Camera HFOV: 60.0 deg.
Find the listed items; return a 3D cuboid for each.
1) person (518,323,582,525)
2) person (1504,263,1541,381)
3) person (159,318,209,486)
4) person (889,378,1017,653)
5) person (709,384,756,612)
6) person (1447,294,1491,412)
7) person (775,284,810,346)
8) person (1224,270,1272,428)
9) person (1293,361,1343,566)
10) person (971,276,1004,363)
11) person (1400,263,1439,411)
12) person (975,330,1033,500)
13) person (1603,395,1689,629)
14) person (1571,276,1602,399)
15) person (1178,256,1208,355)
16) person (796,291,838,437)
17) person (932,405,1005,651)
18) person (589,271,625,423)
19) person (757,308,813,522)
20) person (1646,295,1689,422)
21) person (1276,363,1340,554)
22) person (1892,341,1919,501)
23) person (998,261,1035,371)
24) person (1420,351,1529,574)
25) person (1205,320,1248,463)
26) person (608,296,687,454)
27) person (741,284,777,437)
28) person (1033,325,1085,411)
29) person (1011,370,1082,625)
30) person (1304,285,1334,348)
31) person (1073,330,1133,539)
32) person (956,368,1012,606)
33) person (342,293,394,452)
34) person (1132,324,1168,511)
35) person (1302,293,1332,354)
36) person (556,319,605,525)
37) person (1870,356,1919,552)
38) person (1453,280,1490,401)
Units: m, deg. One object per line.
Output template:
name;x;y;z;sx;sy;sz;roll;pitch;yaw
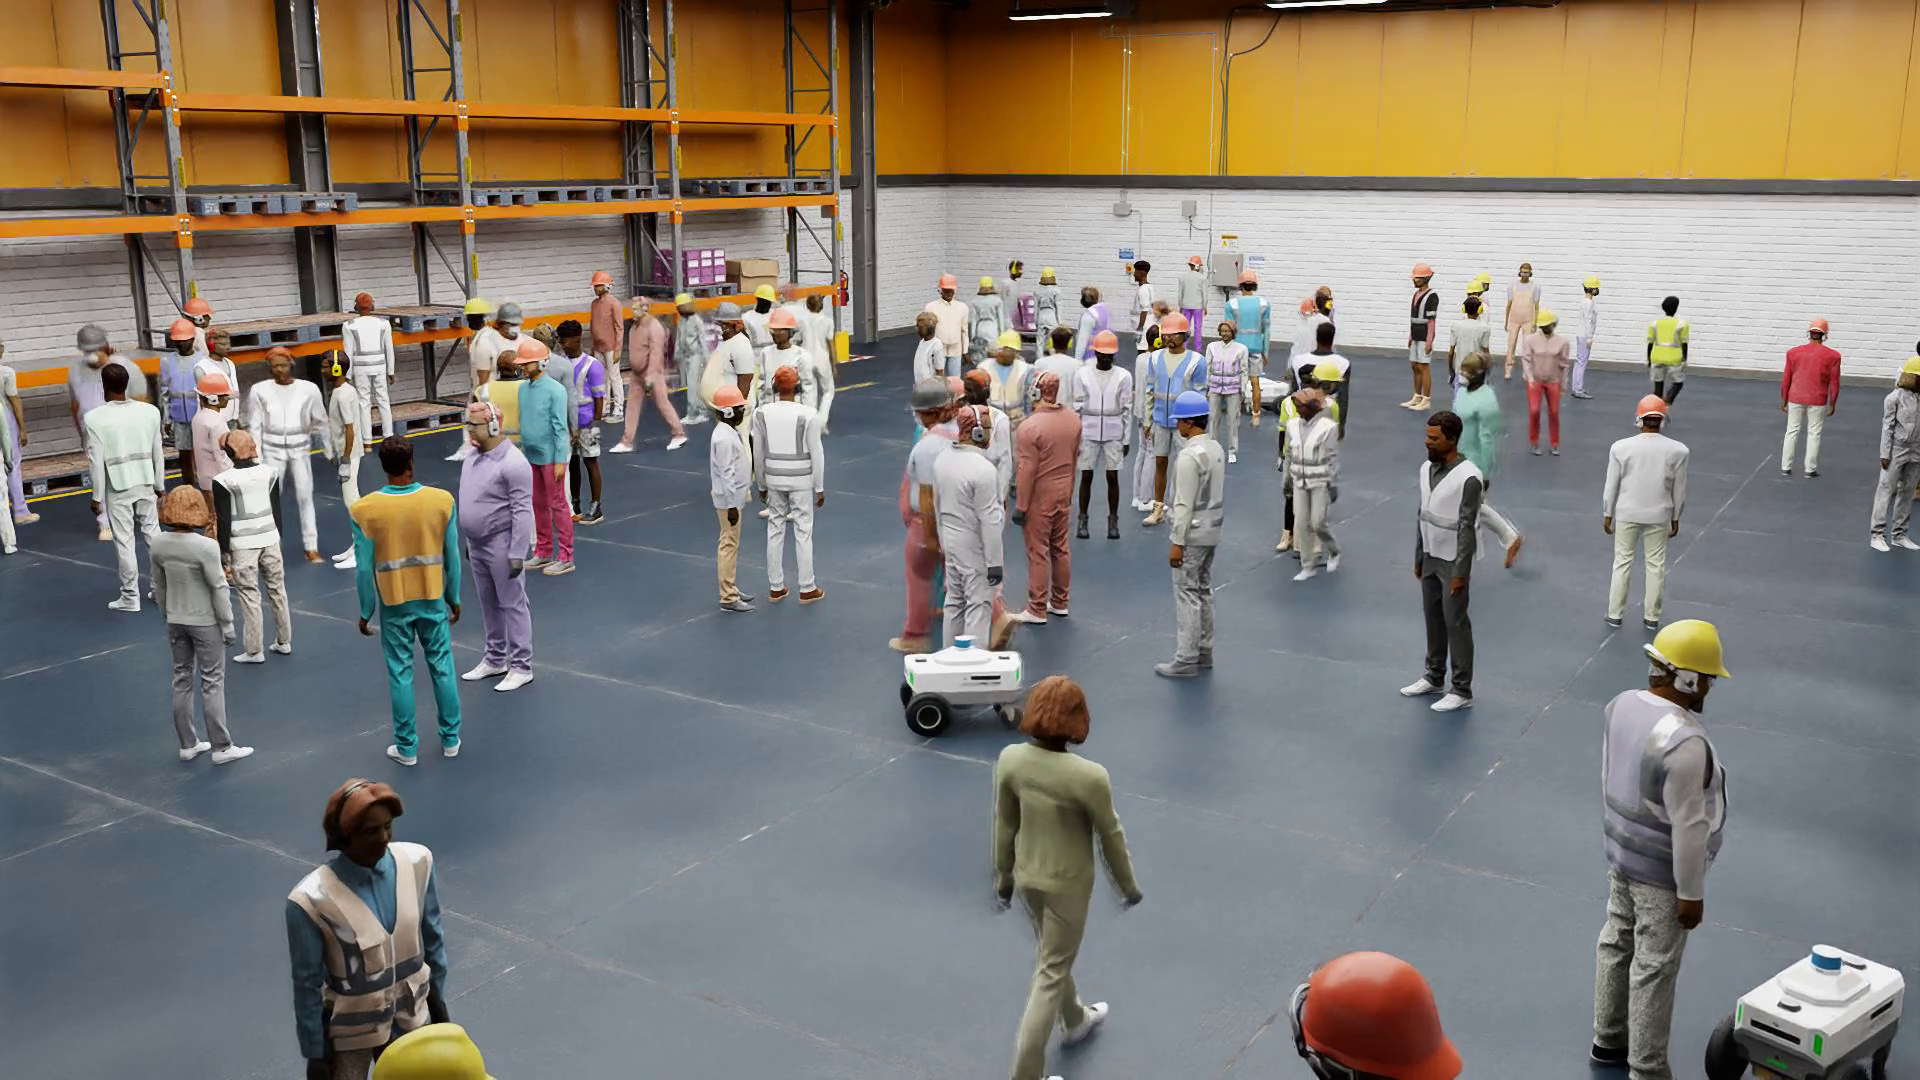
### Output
person;-3.881;-1.082;15.723;0.631;1.940;0.372;3;13;15
person;8.811;-3.424;26.101;0.505;1.839;0.328;6;14;23
person;-7.524;-1.204;16.279;0.546;1.928;0.375;-1;13;-3
person;-0.066;-0.169;11.541;0.886;2.000;0.681;8;15;33
person;-1.758;-0.329;12.850;0.318;1.756;0.562;-2;13;-7
person;6.031;-1.966;19.698;0.513;1.876;0.328;8;15;32
person;-2.167;-2.342;21.345;0.842;1.866;0.639;12;18;42
person;3.703;-2.466;21.530;0.608;2.034;0.436;-1;13;-2
person;3.075;-0.653;14.259;0.354;1.757;0.524;-1;13;-3
person;0.385;-3.087;24.897;0.493;1.715;0.698;5;14;19
person;6.337;-2.792;22.933;0.403;2.036;0.614;-2;13;-9
person;0.423;-1.211;16.637;0.624;1.791;0.848;-1;13;-5
person;5.069;-0.208;12.356;0.566;1.744;0.350;3;13;14
person;9.113;-2.943;24.174;0.309;1.769;0.523;3;13;12
person;4.143;-4.156;29.474;0.562;1.746;0.339;8;15;33
person;-1.771;-2.165;20.655;0.551;1.832;0.398;3;13;15
person;0.095;0.070;10.796;0.409;1.907;0.651;-8;15;-30
person;-4.676;-2.543;21.936;0.612;1.995;0.382;11;17;39
person;-1.696;-1.196;15.981;0.608;2.048;0.364;7;15;28
person;9.267;-2.359;21.797;0.558;1.685;0.356;11;17;40
person;3.050;-0.713;14.647;0.540;1.697;0.317;6;14;23
person;9.752;-1.236;16.946;0.319;1.687;0.539;-6;14;-25
person;0.864;-3.584;26.827;0.973;1.814;0.515;5;14;22
person;4.333;-0.623;13.809;0.858;1.911;0.647;0;13;0
person;3.035;-1.700;19.056;0.512;1.641;0.312;5;14;22
person;-3.697;-1.961;19.727;0.982;1.866;0.650;-12;18;-43
person;-2.495;-2.245;20.830;0.617;1.910;0.434;-11;17;-39
person;0.983;-1.185;16.354;0.559;1.851;0.419;2;13;8
person;0.620;-0.319;12.484;0.410;1.909;0.643;11;17;40
person;5.254;-2.971;24.634;0.554;1.613;0.575;-5;14;-21
person;1.300;-0.956;15.208;0.549;1.929;0.387;1;13;4
person;0.146;-0.383;12.807;0.341;1.883;0.587;-11;17;-40
person;-7.031;-1.996;19.804;0.587;1.882;0.341;-9;16;-34
person;1.899;-1.202;16.439;0.350;1.857;0.520;-4;14;-18
person;4.400;-2.143;20.605;0.739;1.808;0.551;-6;14;-26
person;-3.654;-1.126;15.868;0.602;1.959;0.379;8;15;32
person;8.407;-0.764;14.765;0.495;1.741;0.303;-3;13;-13
person;7.269;-2.806;23.607;0.344;1.756;0.536;-5;14;-21
